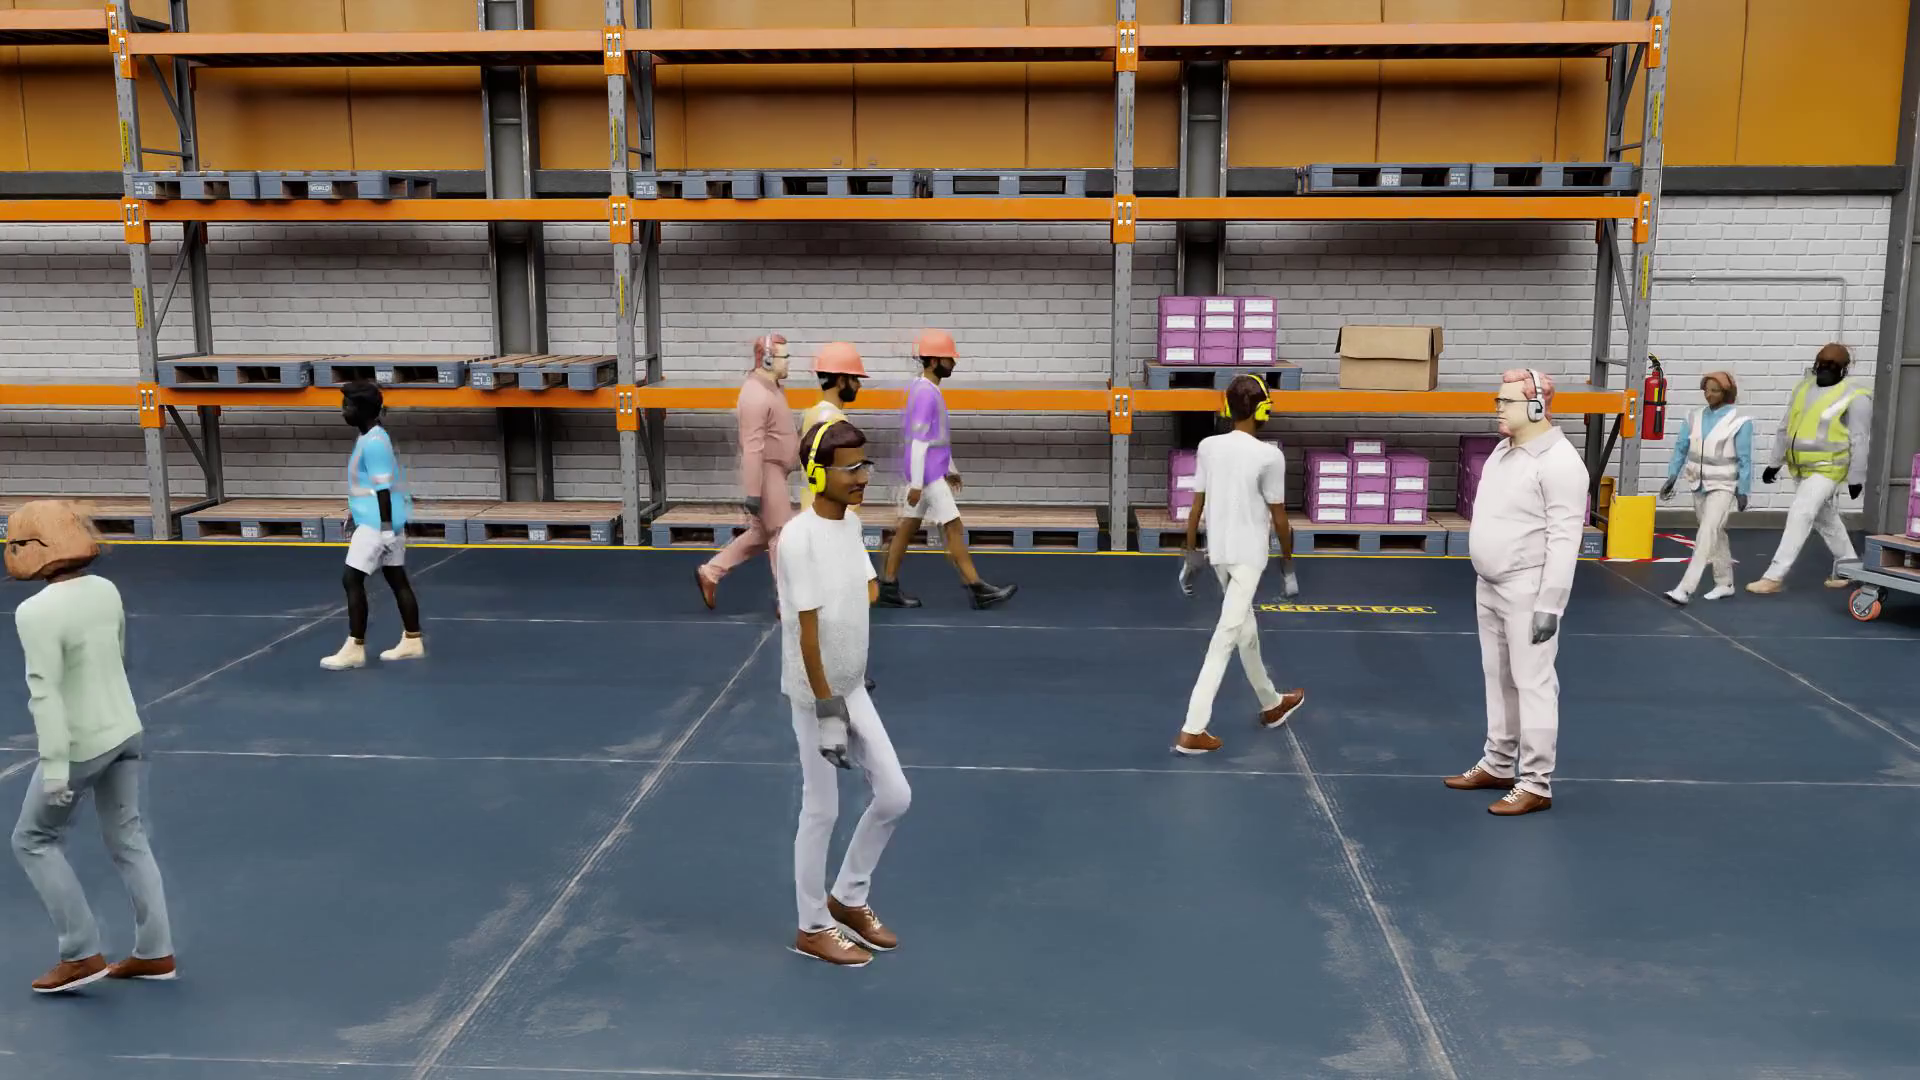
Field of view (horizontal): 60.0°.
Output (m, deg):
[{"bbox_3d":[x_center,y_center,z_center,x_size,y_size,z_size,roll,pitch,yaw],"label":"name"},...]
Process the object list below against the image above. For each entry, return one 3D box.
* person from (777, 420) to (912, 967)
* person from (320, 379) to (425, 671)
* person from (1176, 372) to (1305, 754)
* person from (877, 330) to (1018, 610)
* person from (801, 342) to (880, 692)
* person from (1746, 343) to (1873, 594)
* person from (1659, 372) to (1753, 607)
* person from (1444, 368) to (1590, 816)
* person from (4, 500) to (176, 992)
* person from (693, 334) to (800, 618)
[{"bbox_3d":[-0.377,0.530,5.506,0.477,1.853,0.513,5,11,29],"label":"person"},{"bbox_3d":[-3.478,-0.086,9.640,0.705,1.671,0.540,-3,10,-18],"label":"person"},{"bbox_3d":[1.396,0.101,8.088,0.995,1.818,0.552,-8,12,-39],"label":"person"},{"bbox_3d":[-0.112,-0.457,11.158,0.987,1.885,0.552,-1,10,-5],"label":"person"},{"bbox_3d":[-0.649,-0.093,8.905,0.387,1.926,0.579,-3,10,-18],"label":"person"},{"bbox_3d":[6.089,-0.501,11.754,0.959,1.790,0.638,-2,10,-12],"label":"person"},{"bbox_3d":[5.070,-0.343,11.337,0.844,1.592,0.532,-5,11,-25],"label":"person"},{"bbox_3d":[2.386,0.218,7.158,0.408,1.908,0.645,-2,10,-11],"label":"person"},{"bbox_3d":[-2.843,0.676,5.335,0.524,1.609,0.546,1,10,3],"label":"person"},{"bbox_3d":[-1.330,-0.404,10.869,0.809,1.880,0.648,0,10,-2],"label":"person"}]
